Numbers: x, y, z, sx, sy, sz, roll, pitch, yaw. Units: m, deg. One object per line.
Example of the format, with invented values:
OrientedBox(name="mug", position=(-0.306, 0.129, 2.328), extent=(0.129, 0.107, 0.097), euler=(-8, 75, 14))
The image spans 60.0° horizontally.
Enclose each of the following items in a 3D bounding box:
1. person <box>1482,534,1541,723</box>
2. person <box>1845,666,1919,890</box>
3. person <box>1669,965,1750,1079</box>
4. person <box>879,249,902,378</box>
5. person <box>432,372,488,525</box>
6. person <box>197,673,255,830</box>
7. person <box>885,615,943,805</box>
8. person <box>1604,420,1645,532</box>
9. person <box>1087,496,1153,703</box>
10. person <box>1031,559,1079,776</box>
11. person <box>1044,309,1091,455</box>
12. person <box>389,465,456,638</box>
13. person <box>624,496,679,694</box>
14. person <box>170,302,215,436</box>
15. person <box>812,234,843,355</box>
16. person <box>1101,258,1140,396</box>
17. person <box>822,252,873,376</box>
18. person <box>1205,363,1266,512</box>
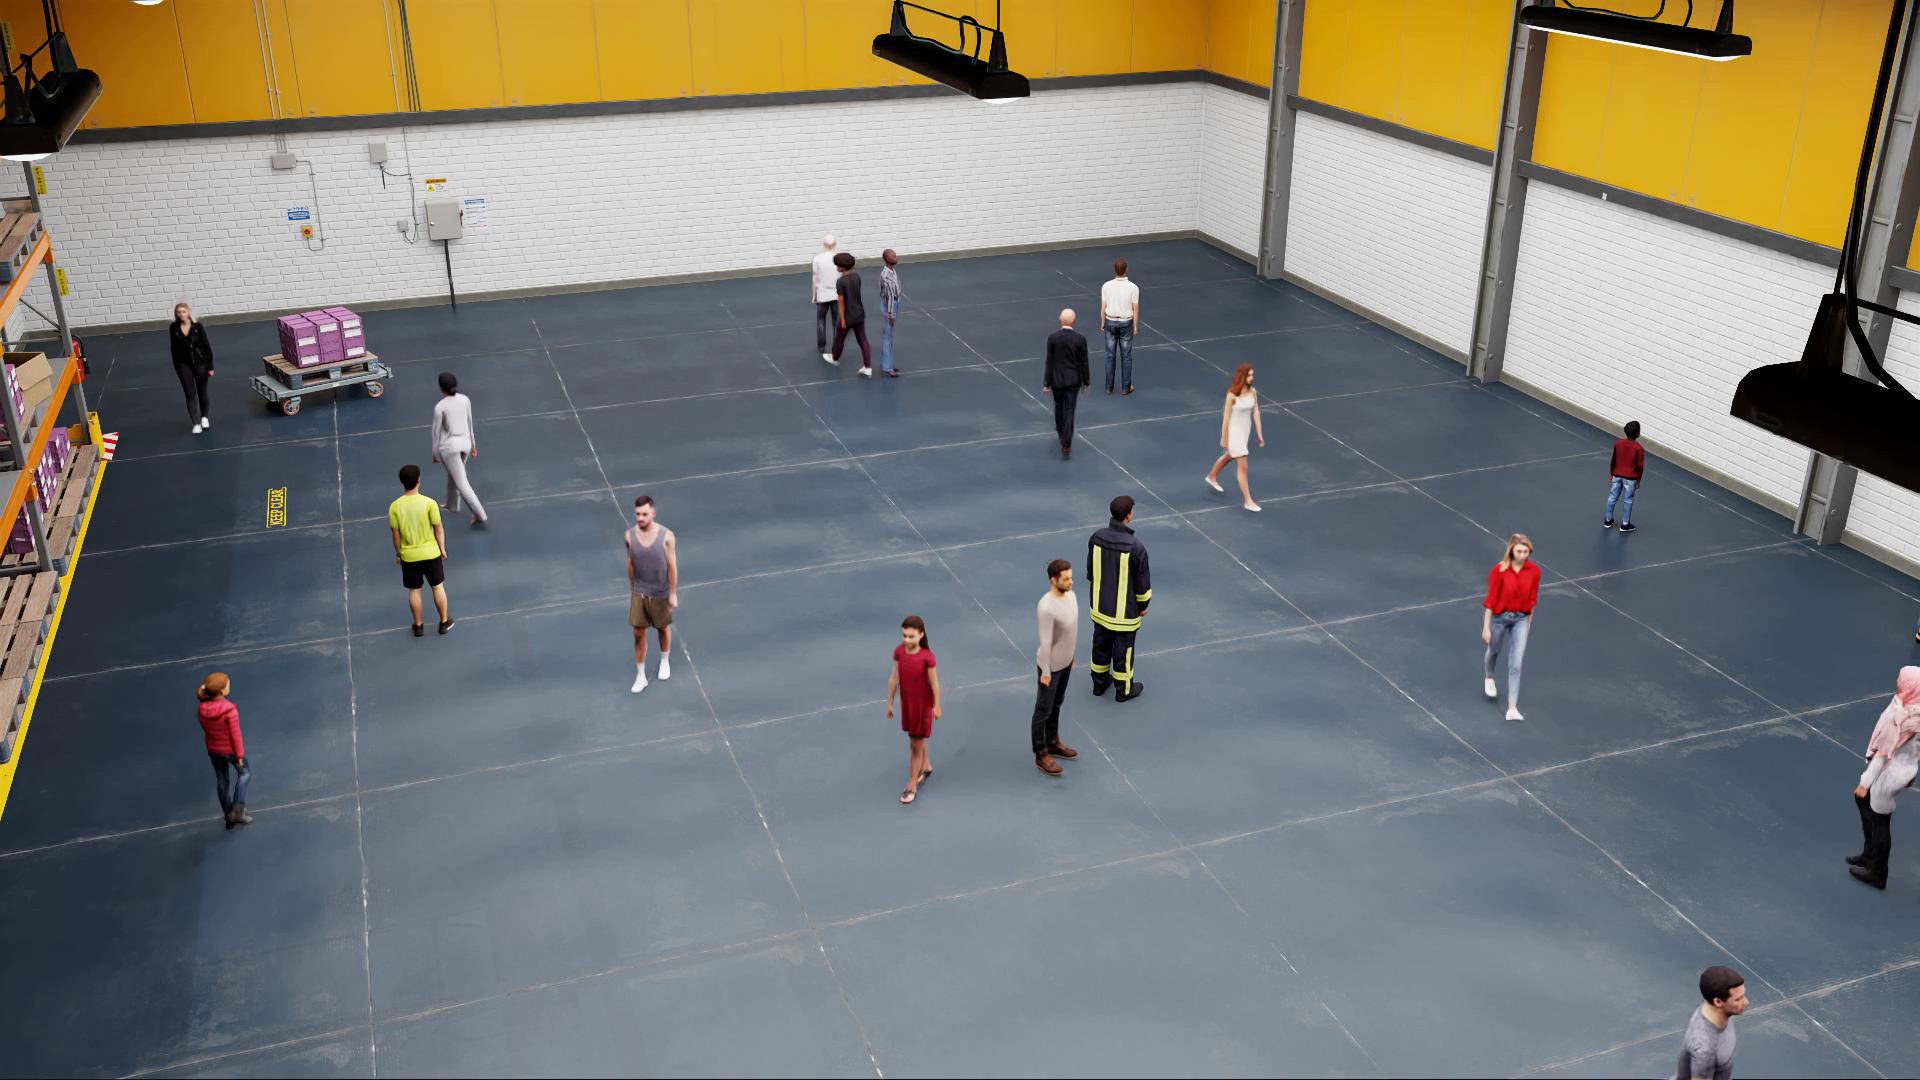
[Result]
OrientedBox(name="person", position=(4.765, 0.706, 14.555), extent=(0.927, 1.653, 1.210), euler=(1, 24, 2))
OrientedBox(name="person", position=(6.801, 1.749, 11.991), extent=(0.745, 1.795, 0.742), euler=(-17, 29, -34))
OrientedBox(name="person", position=(3.839, 3.046, 8.981), extent=(1.293, 1.829, 1.071), euler=(18, 30, 36))
OrientedBox(name="person", position=(-0.989, -3.194, 23.298), extent=(0.755, 1.795, 0.603), euler=(1, 24, 2))
OrientedBox(name="person", position=(-5.518, -0.979, 18.349), extent=(1.204, 1.701, 1.046), euler=(16, 28, 32))
OrientedBox(name="person", position=(-5.707, 1.659, 12.806), extent=(0.616, 1.308, 0.661), euler=(5, 24, 12))
OrientedBox(name="person", position=(-0.318, 1.275, 13.405), extent=(0.888, 1.530, 0.937), euler=(12, 26, 25))
OrientedBox(name="person", position=(7.325, -0.718, 18.308), extent=(0.634, 1.255, 0.531), euler=(-22, 32, -40))
OrientedBox(name="person", position=(1.382, 0.507, 14.667), extent=(0.835, 1.928, 0.948), euler=(16, 28, 33))
OrientedBox(name="person", position=(0.775, 1.001, 13.615), extent=(0.777, 1.865, 0.740), euler=(13, 27, 27))
OrientedBox(name="person", position=(1.299, -1.910, 20.398), extent=(1.090, 1.766, 1.318), euler=(3, 24, 8))
OrientedBox(name="person", position=(-5.152, 0.099, 15.874), extent=(0.648, 1.707, 0.574), euler=(-5, 24, -11))
OrientedBox(name="person", position=(-2.756, 0.417, 15.076), extent=(0.817, 1.828, 0.967), euler=(1, 24, 2))
OrientedBox(name="person", position=(-9.787, -2.231, 21.252), extent=(0.633, 1.669, 0.868), euler=(-9, 25, -19))
OrientedBox(name="person", position=(-1.855, -3.432, 23.832), extent=(0.799, 1.804, 1.054), euler=(-4, 24, -10))
OrientedBox(name="person", position=(2.149, -2.896, 22.542), extent=(0.746, 1.854, 0.764), euler=(6, 24, 13))
OrientedBox(name="person", position=(-1.465, -3.118, 23.204), extent=(0.959, 1.733, 1.218), euler=(-20, 30, -37))
OrientedBox(name="person", position=(3.110, -1.214, 18.929), extent=(0.751, 1.666, 1.244), euler=(-14, 27, -29))
